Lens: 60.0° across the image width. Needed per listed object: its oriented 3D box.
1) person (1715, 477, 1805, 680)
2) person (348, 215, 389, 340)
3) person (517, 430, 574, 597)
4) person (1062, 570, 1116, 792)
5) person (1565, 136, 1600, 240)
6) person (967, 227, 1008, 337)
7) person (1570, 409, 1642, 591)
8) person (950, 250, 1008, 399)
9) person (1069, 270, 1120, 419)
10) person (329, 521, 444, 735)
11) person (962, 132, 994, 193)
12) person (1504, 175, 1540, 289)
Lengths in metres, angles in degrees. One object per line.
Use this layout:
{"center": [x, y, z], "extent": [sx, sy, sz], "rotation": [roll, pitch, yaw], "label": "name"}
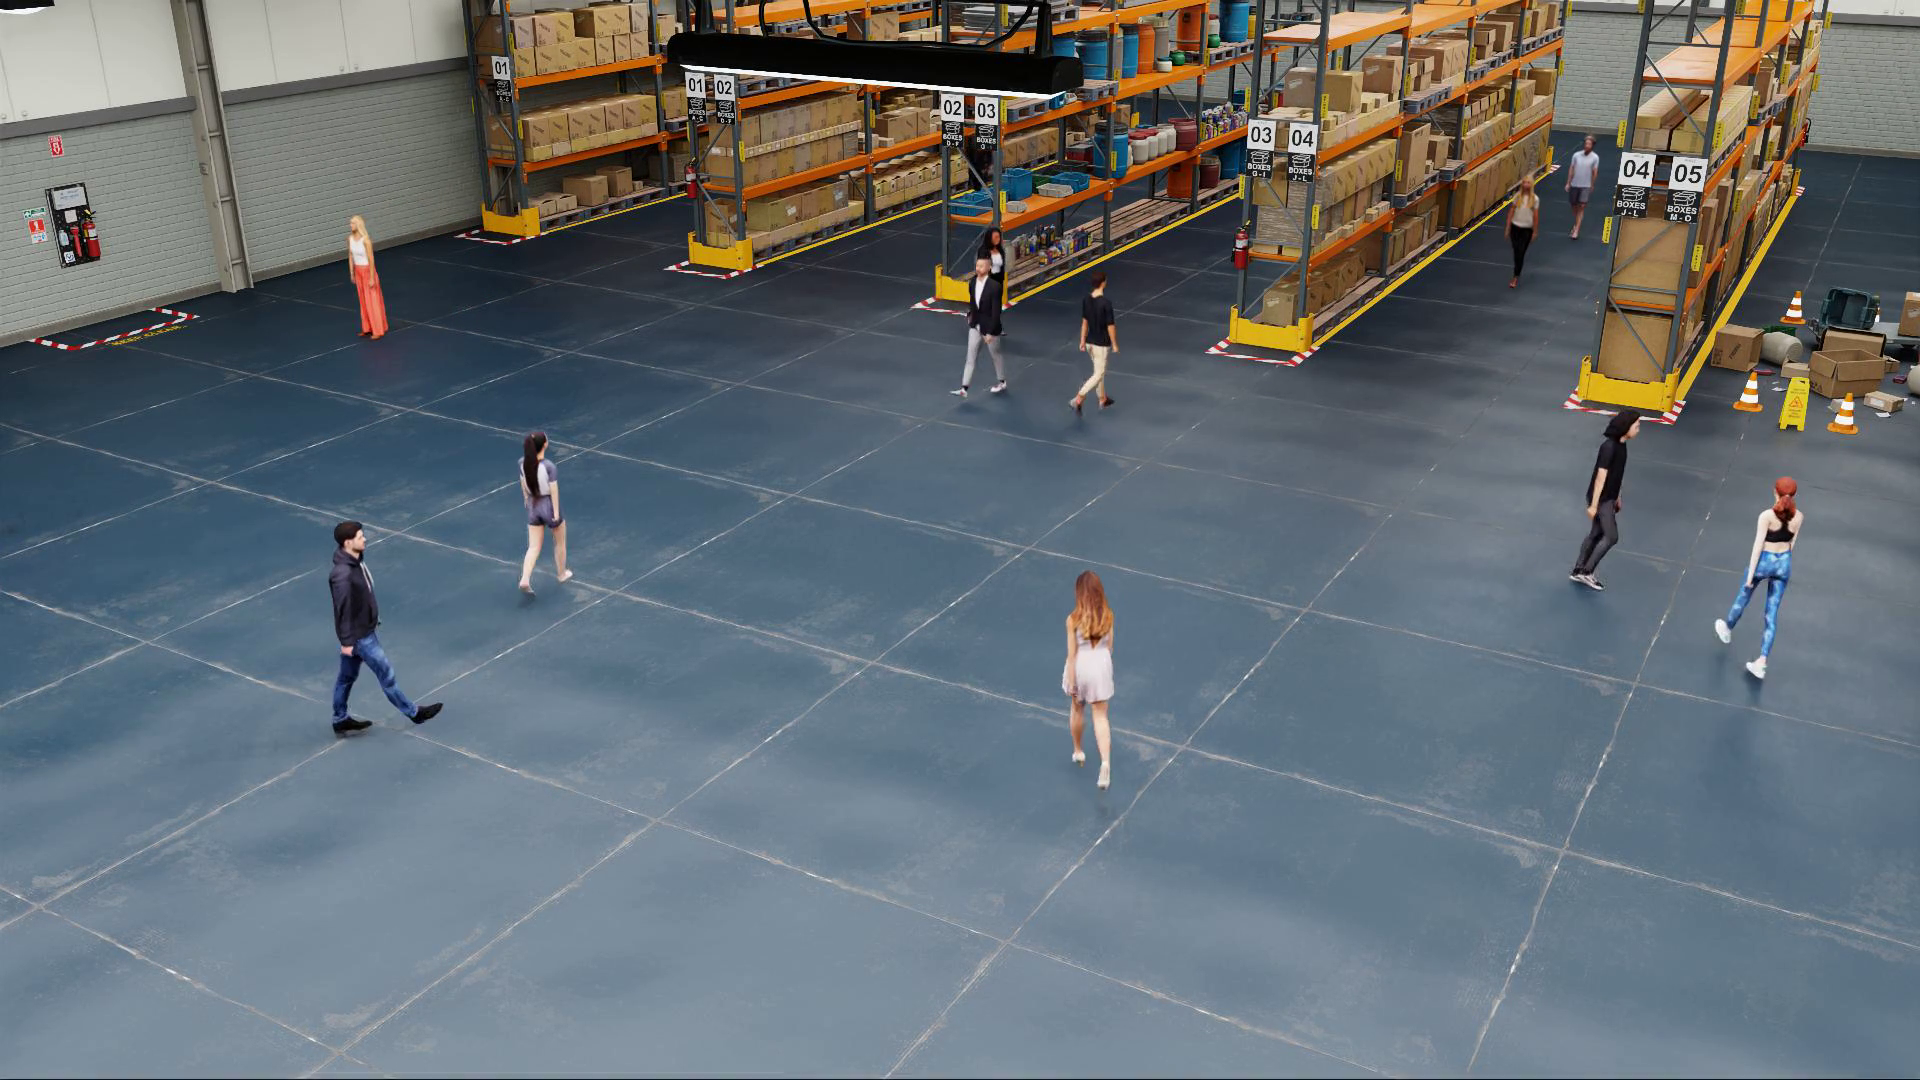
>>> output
{"center": [7.055, 0.358, 14.420], "extent": [0.928, 1.745, 1.200], "rotation": [0, 23, 1], "label": "person"}
{"center": [-8.644, -3.829, 24.196], "extent": [0.623, 1.801, 0.567], "rotation": [14, 27, 29], "label": "person"}
{"center": [-4.049, -0.237, 15.977], "extent": [0.718, 1.622, 1.032], "rotation": [8, 24, 18], "label": "person"}
{"center": [1.020, 1.100, 12.676], "extent": [0.968, 1.745, 1.100], "rotation": [-4, 23, -9], "label": "person"}
{"center": [11.356, -6.454, 30.372], "extent": [0.705, 1.799, 1.175], "rotation": [15, 27, 32], "label": "person"}
{"center": [0.373, -3.784, 24.358], "extent": [0.989, 1.592, 0.904], "rotation": [-19, 29, -37], "label": "person"}
{"center": [6.180, -0.434, 16.194], "extent": [0.750, 1.815, 0.580], "rotation": [18, 29, 35], "label": "person"}
{"center": [0.403, -2.790, 21.631], "extent": [0.836, 1.897, 1.239], "rotation": [17, 29, 35], "label": "person"}
{"center": [1.677, -2.431, 20.874], "extent": [1.221, 1.827, 0.926], "rotation": [-17, 28, -35], "label": "person"}
{"center": [-4.944, 0.749, 13.370], "extent": [1.205, 1.848, 1.156], "rotation": [-6, 24, -13], "label": "person"}
{"center": [0.384, -7.219, 32.183], "extent": [0.844, 1.788, 1.204], "rotation": [8, 24, 19], "label": "person"}
{"center": [9.118, -4.994, 26.972], "extent": [0.627, 1.773, 1.170], "rotation": [13, 26, 28], "label": "person"}
